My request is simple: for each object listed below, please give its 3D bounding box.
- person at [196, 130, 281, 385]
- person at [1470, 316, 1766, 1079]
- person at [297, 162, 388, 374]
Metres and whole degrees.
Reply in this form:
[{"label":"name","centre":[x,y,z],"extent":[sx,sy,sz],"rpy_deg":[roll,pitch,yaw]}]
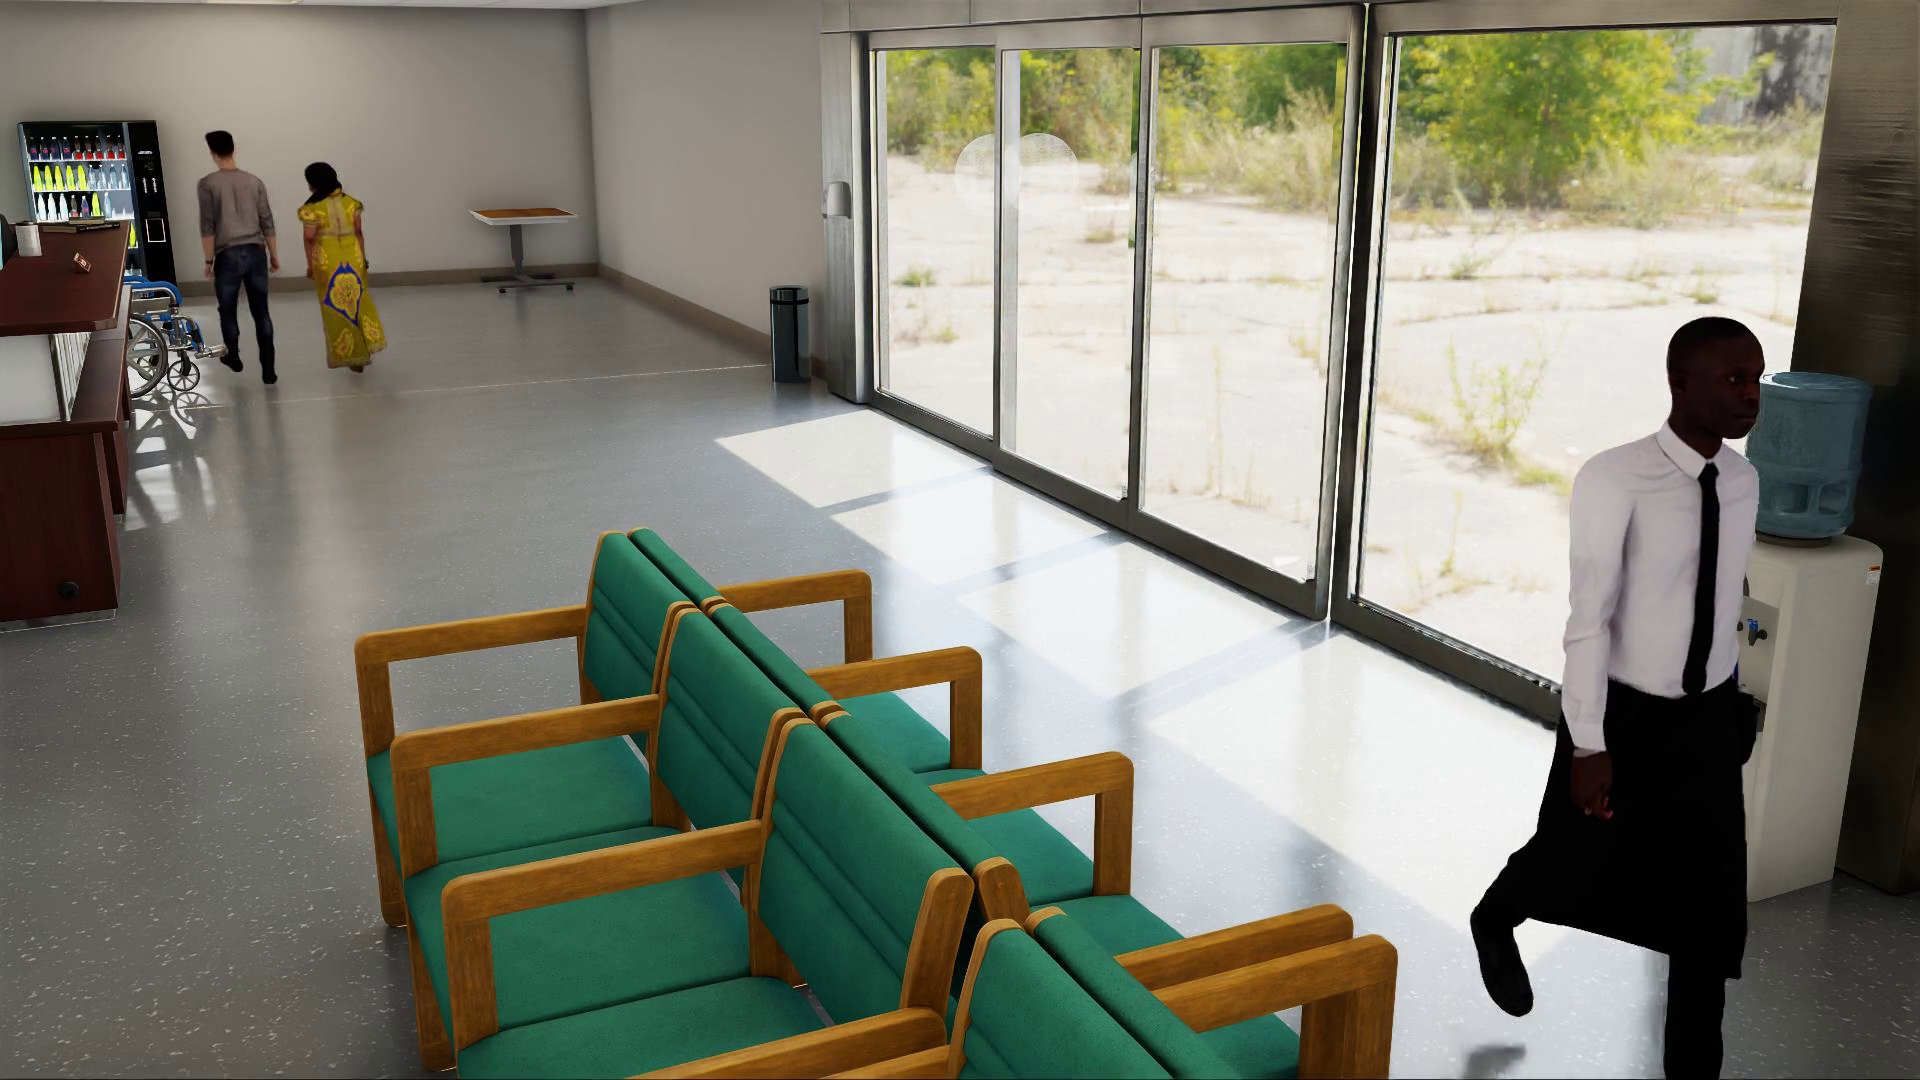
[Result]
[{"label":"person","centre":[-5.360,-2.070,12.440],"extent":[1.128,1.861,0.930],"rpy_deg":[-10,19,-32]},{"label":"person","centre":[1.466,0.414,3.746],"extent":[1.214,1.798,0.874],"rpy_deg":[-4,16,-13]},{"label":"person","centre":[-4.817,-2.101,12.973],"extent":[1.101,1.632,1.049],"rpy_deg":[13,20,38]}]
